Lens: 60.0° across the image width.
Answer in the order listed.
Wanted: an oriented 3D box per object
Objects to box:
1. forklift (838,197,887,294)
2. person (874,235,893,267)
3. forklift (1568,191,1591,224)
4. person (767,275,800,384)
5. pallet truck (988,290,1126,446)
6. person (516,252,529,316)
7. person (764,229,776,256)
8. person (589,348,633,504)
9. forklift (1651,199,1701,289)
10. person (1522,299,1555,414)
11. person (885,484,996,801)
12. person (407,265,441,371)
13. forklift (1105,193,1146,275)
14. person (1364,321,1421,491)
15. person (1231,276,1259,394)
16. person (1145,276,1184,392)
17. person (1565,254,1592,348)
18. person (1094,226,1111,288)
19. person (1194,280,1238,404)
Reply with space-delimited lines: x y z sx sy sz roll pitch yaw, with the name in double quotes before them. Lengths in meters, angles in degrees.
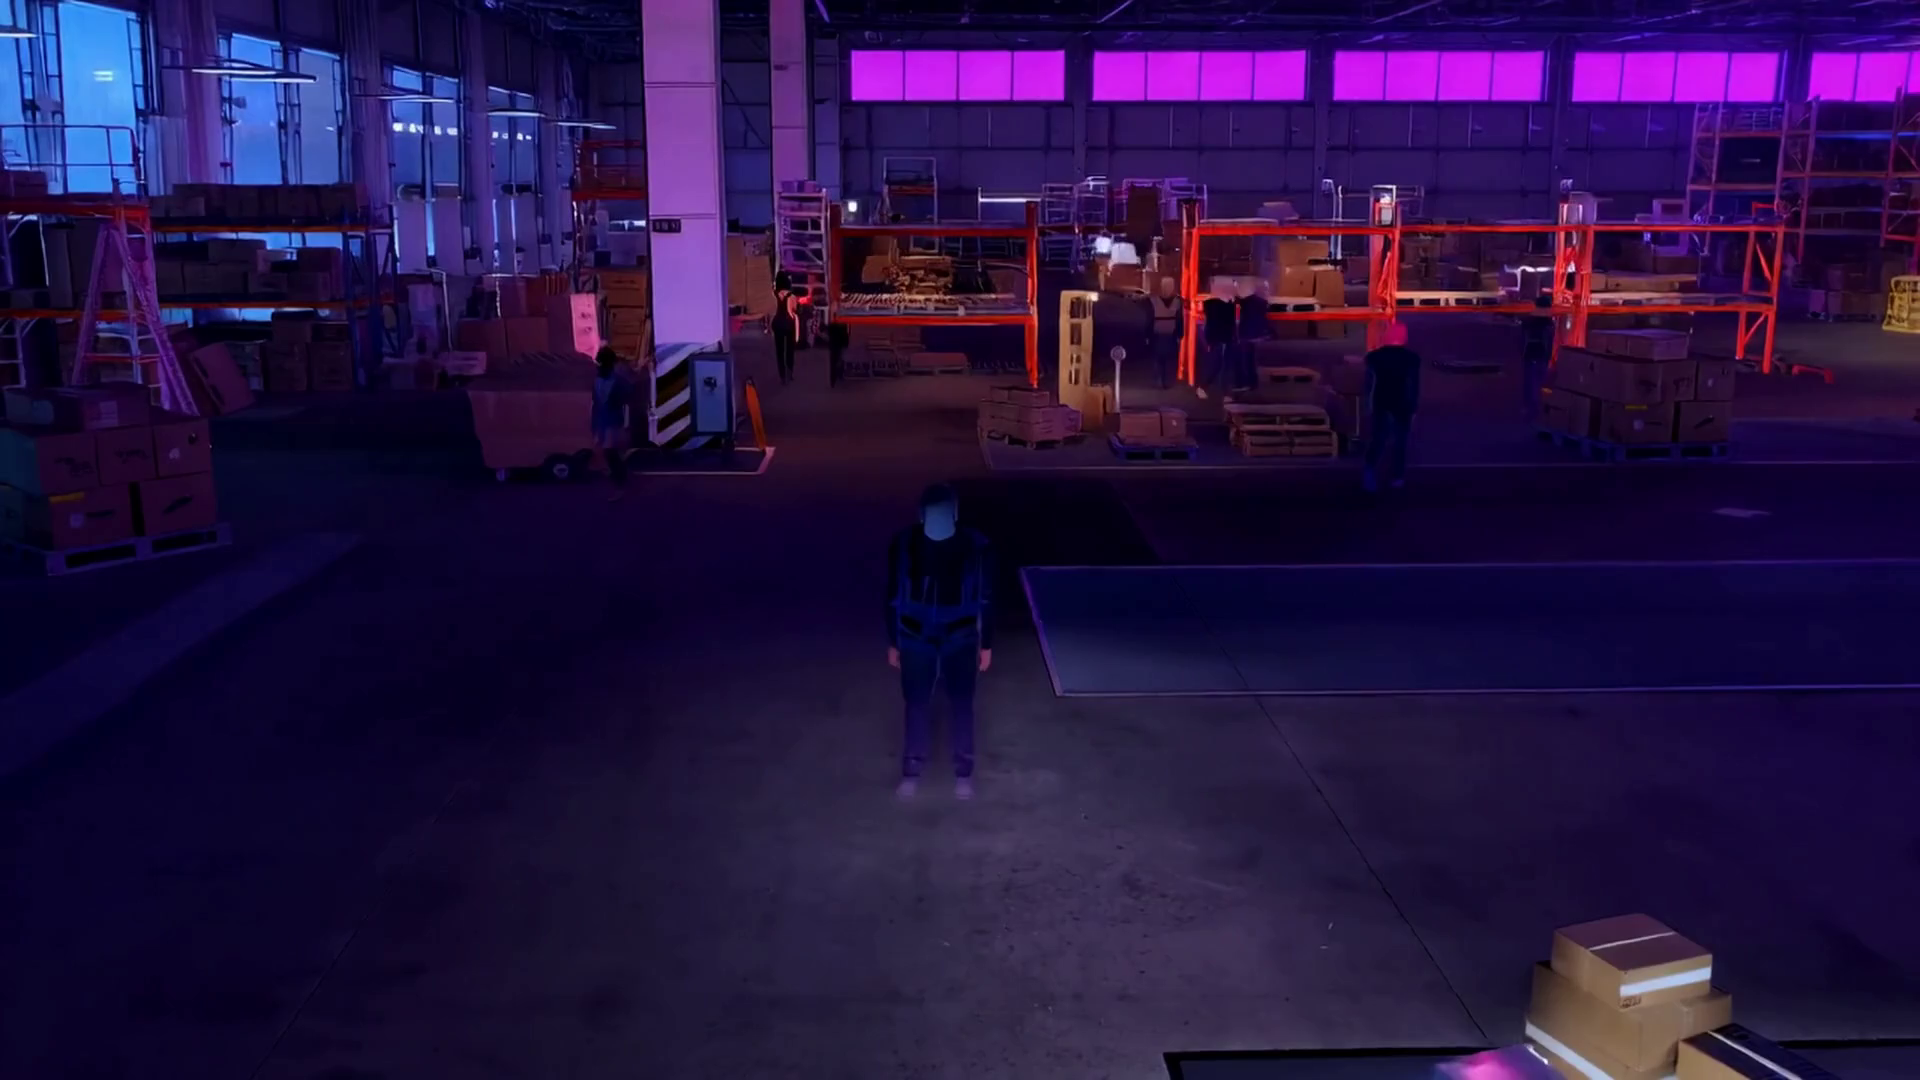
"forklift" -3.165 -8.717 49.077 1.873 2.768 1.129 -11 17 -40
"person" -2.430 -9.026 52.715 0.661 1.883 1.003 -2 13 -10
"forklift" 23.038 -11.608 62.131 1.129 2.768 1.873 -9 15 -35
"person" -2.990 -3.572 28.233 0.551 1.831 0.447 -1 13 -3
"pallet truck" 1.257 -2.299 22.111 1.885 1.965 0.823 -9 15 -35
"person" -10.715 -6.242 40.753 0.312 1.633 0.521 -6 14 -26
"person" -6.606 -10.259 58.397 0.618 1.854 0.811 -8 15 -31
"person" -3.823 -1.223 17.959 0.563 1.677 0.538 11 16 40
"forklift" 19.213 -7.836 45.101 1.129 2.768 1.873 -1 13 -3
"person" 8.650 -2.762 24.921 0.485 1.685 0.902 6 14 26
"person" -0.117 0.584 9.455 0.631 1.840 0.428 2 13 7
"person" -9.399 -3.850 29.241 0.545 1.943 0.347 -1 13 -4
"forklift" 5.956 -10.464 56.964 1.873 2.768 1.129 -2 13 -9
"person" 4.814 -1.490 18.665 0.635 1.916 0.855 8 15 31
"person" 4.532 -3.296 26.824 0.631 1.903 0.607 6 14 25
"person" 3.312 -3.360 27.149 0.633 1.891 0.487 -4 13 -19
"person" 12.291 -4.731 33.160 0.613 1.963 0.361 -6 14 -27
"person" 4.381 -8.662 51.029 0.549 1.919 0.717 -2 13 -9
"person" 4.021 -3.093 25.908 0.636 1.915 0.814 -7 15 -30
